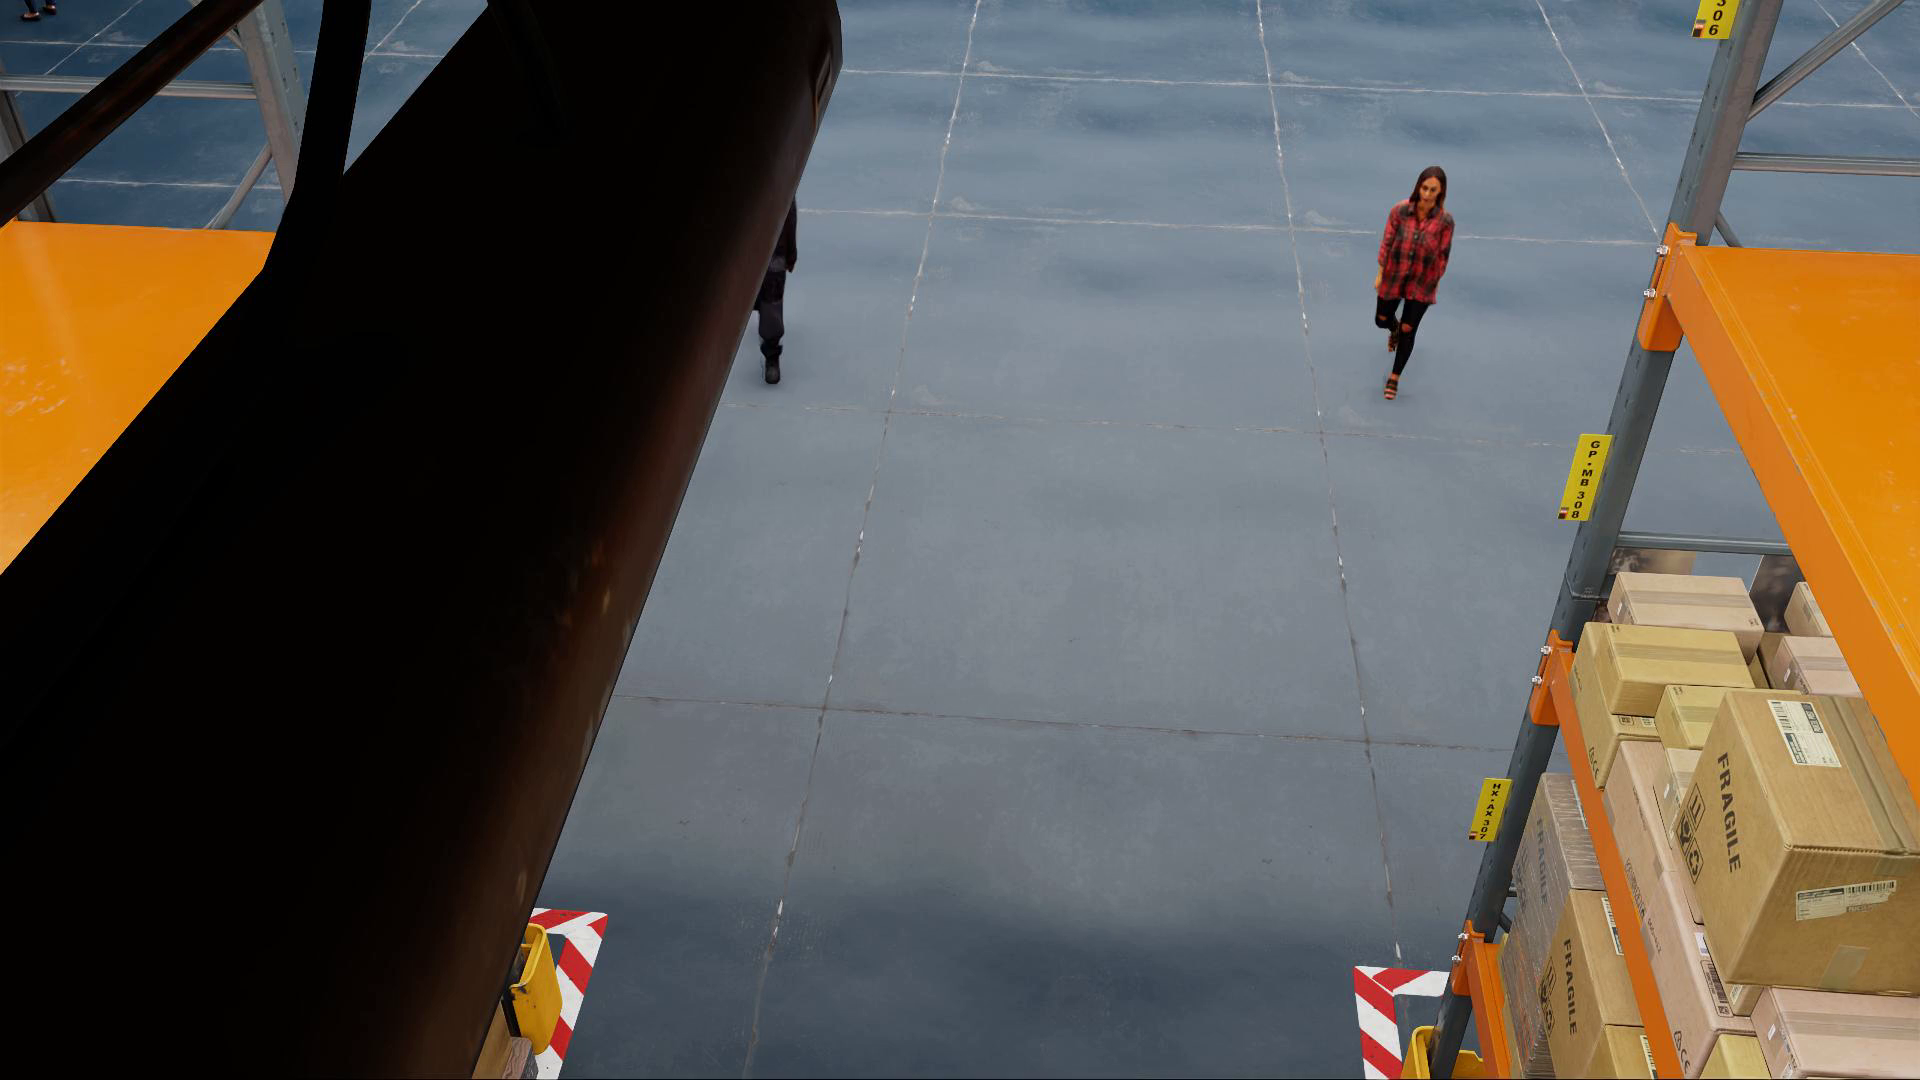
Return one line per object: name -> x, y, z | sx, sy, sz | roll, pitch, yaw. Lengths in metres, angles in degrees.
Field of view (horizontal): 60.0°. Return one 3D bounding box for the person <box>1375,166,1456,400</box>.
person -> 3.096, -1.811, 11.442 | 0.787, 1.689, 0.945 | 16, 41, 19
